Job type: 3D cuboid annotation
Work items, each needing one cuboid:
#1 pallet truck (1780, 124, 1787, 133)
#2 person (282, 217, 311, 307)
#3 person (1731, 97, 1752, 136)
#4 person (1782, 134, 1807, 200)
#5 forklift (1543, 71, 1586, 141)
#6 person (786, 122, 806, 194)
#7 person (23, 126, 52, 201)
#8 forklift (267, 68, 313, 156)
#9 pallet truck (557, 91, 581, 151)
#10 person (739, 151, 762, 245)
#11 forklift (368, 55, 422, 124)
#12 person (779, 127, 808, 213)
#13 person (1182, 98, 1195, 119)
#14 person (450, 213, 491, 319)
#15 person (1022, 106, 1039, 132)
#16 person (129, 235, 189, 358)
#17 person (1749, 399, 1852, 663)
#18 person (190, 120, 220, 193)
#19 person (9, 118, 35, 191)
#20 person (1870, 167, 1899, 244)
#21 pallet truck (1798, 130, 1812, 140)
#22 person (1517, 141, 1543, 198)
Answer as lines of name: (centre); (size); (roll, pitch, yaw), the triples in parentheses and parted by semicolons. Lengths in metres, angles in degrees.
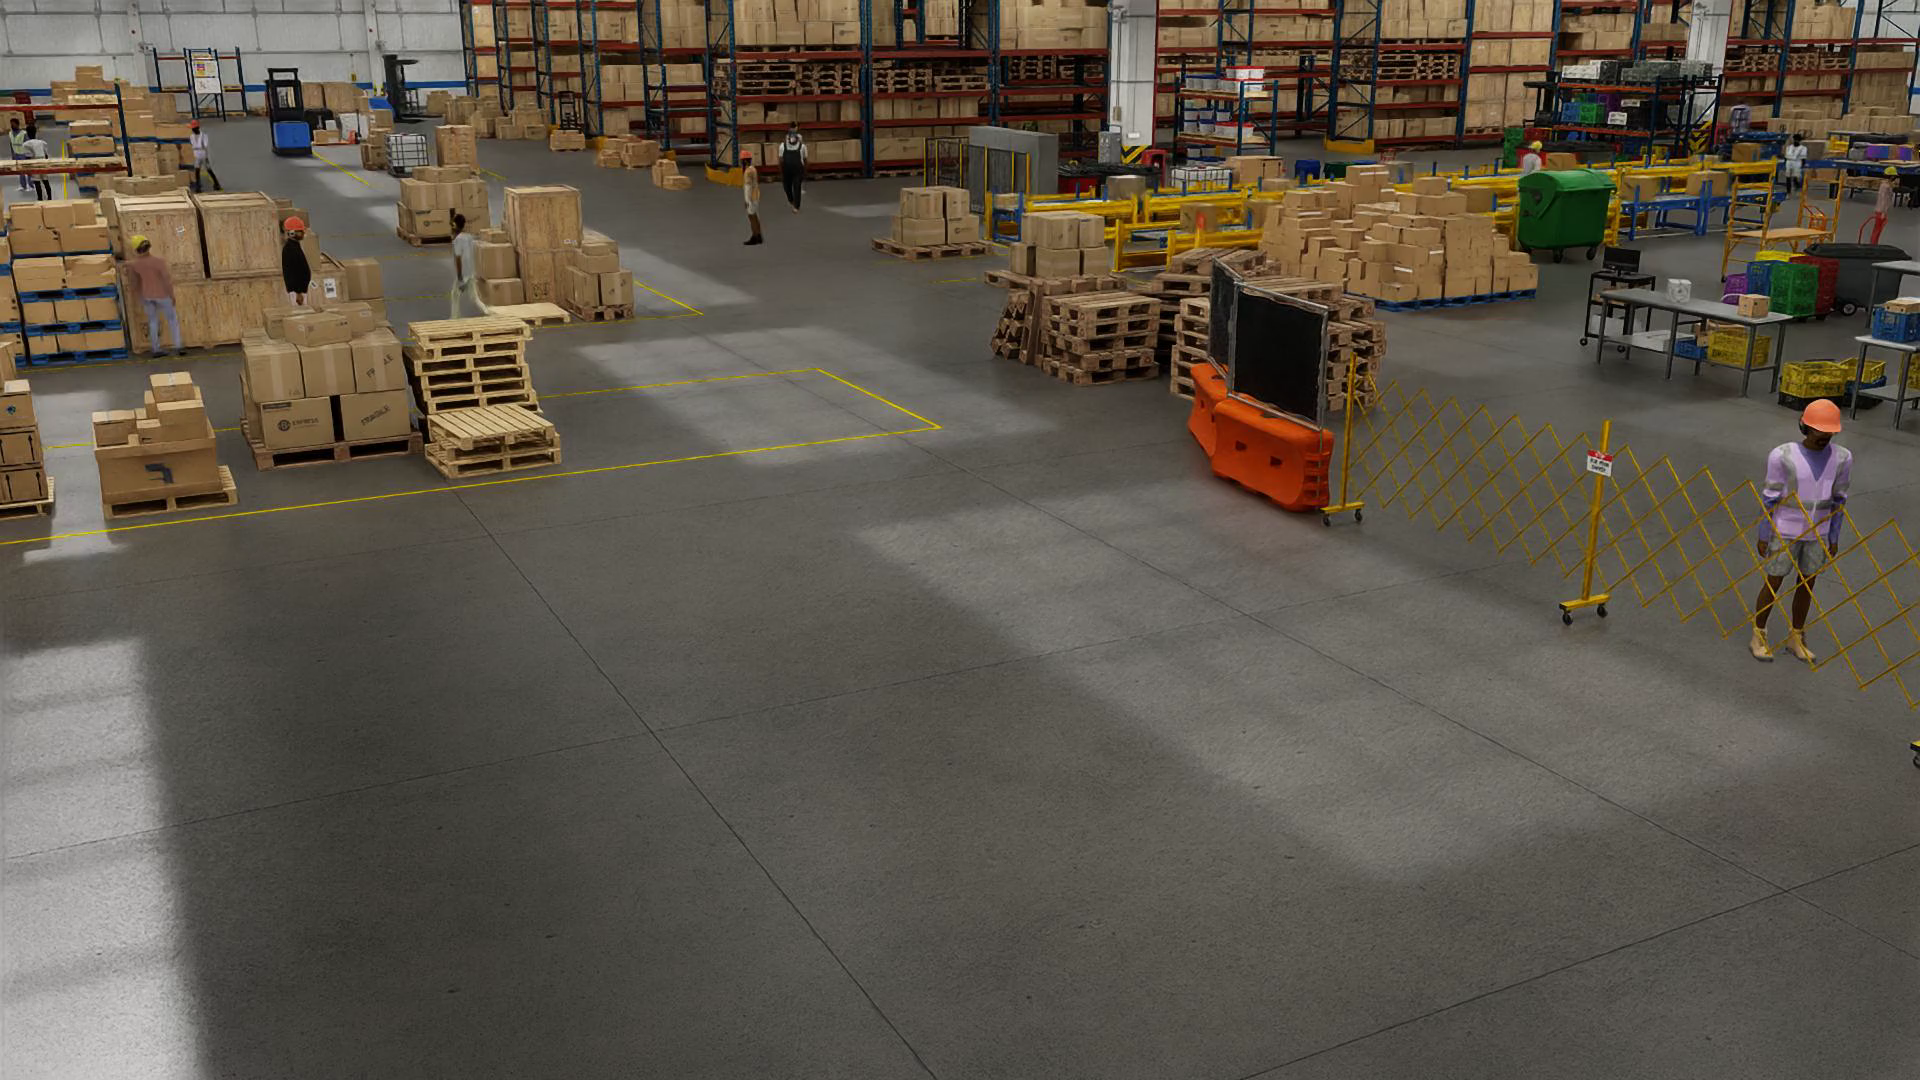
pallet truck: (25.206, -12.542, 52.601); (1.601, 1.201, 0.680); (0, 18, -2)
person: (-9.192, -3.499, 23.169); (0.395, 1.992, 0.623); (-6, 19, -17)
person: (25.851, -13.701, 55.082); (0.644, 1.932, 0.415); (17, 24, 42)
person: (21.251, -9.505, 42.408); (0.378, 1.684, 0.534); (-14, 22, -37)
forklift: (18.685, -13.231, 52.085); (1.873, 2.768, 1.129); (-9, 20, -26)
person: (-4.344, -10.099, 43.960); (0.518, 1.865, 0.329); (9, 20, 27)
person: (-22.779, -9.224, 41.063); (0.367, 1.966, 0.607); (8, 19, 24)
forklift: (-22.327, -14.239, 55.224); (1.129, 2.768, 1.873); (-9, 20, -26)
pallet truck: (-13.495, -14.412, 57.188); (0.823, 1.965, 1.885); (-3, 18, -9)
person: (-4.362, -7.090, 34.494); (0.399, 1.924, 0.568); (1, 18, 4)
forklift: (-23.849, -18.946, 69.900); (1.873, 2.768, 1.129); (0, 18, -1)
person: (-3.988, -8.888, 39.895); (0.694, 2.000, 0.720); (2, 18, 5)
person: (8.776, -16.396, 63.979); (0.510, 1.619, 0.342); (1, 18, 5)
person: (-7.401, -3.969, 24.953); (0.939, 1.837, 0.526); (6, 19, 18)
person: (2.257, -13.093, 53.559); (0.539, 1.698, 0.317); (6, 19, 18)
person: (-11.230, -3.410, 23.314); (0.613, 1.733, 0.422); (0, 18, -2)
person: (6.268, -0.059, 12.383); (0.608, 2.034, 0.397); (0, 18, 1)
person: (-20.175, -10.232, 44.332); (0.547, 1.901, 0.928); (1, 18, 5)
person: (-25.136, -10.309, 44.524); (0.595, 1.918, 0.386); (5, 18, 15)
person: (18.202, -6.459, 32.770); (0.317, 1.766, 0.533); (8, 19, 23)
pallet truck: (25.526, -11.556, 49.408); (1.630, 1.274, 0.653); (-9, 20, -26)
person: (13.282, -8.357, 38.661); (0.923, 1.788, 0.595); (-8, 19, -22)
